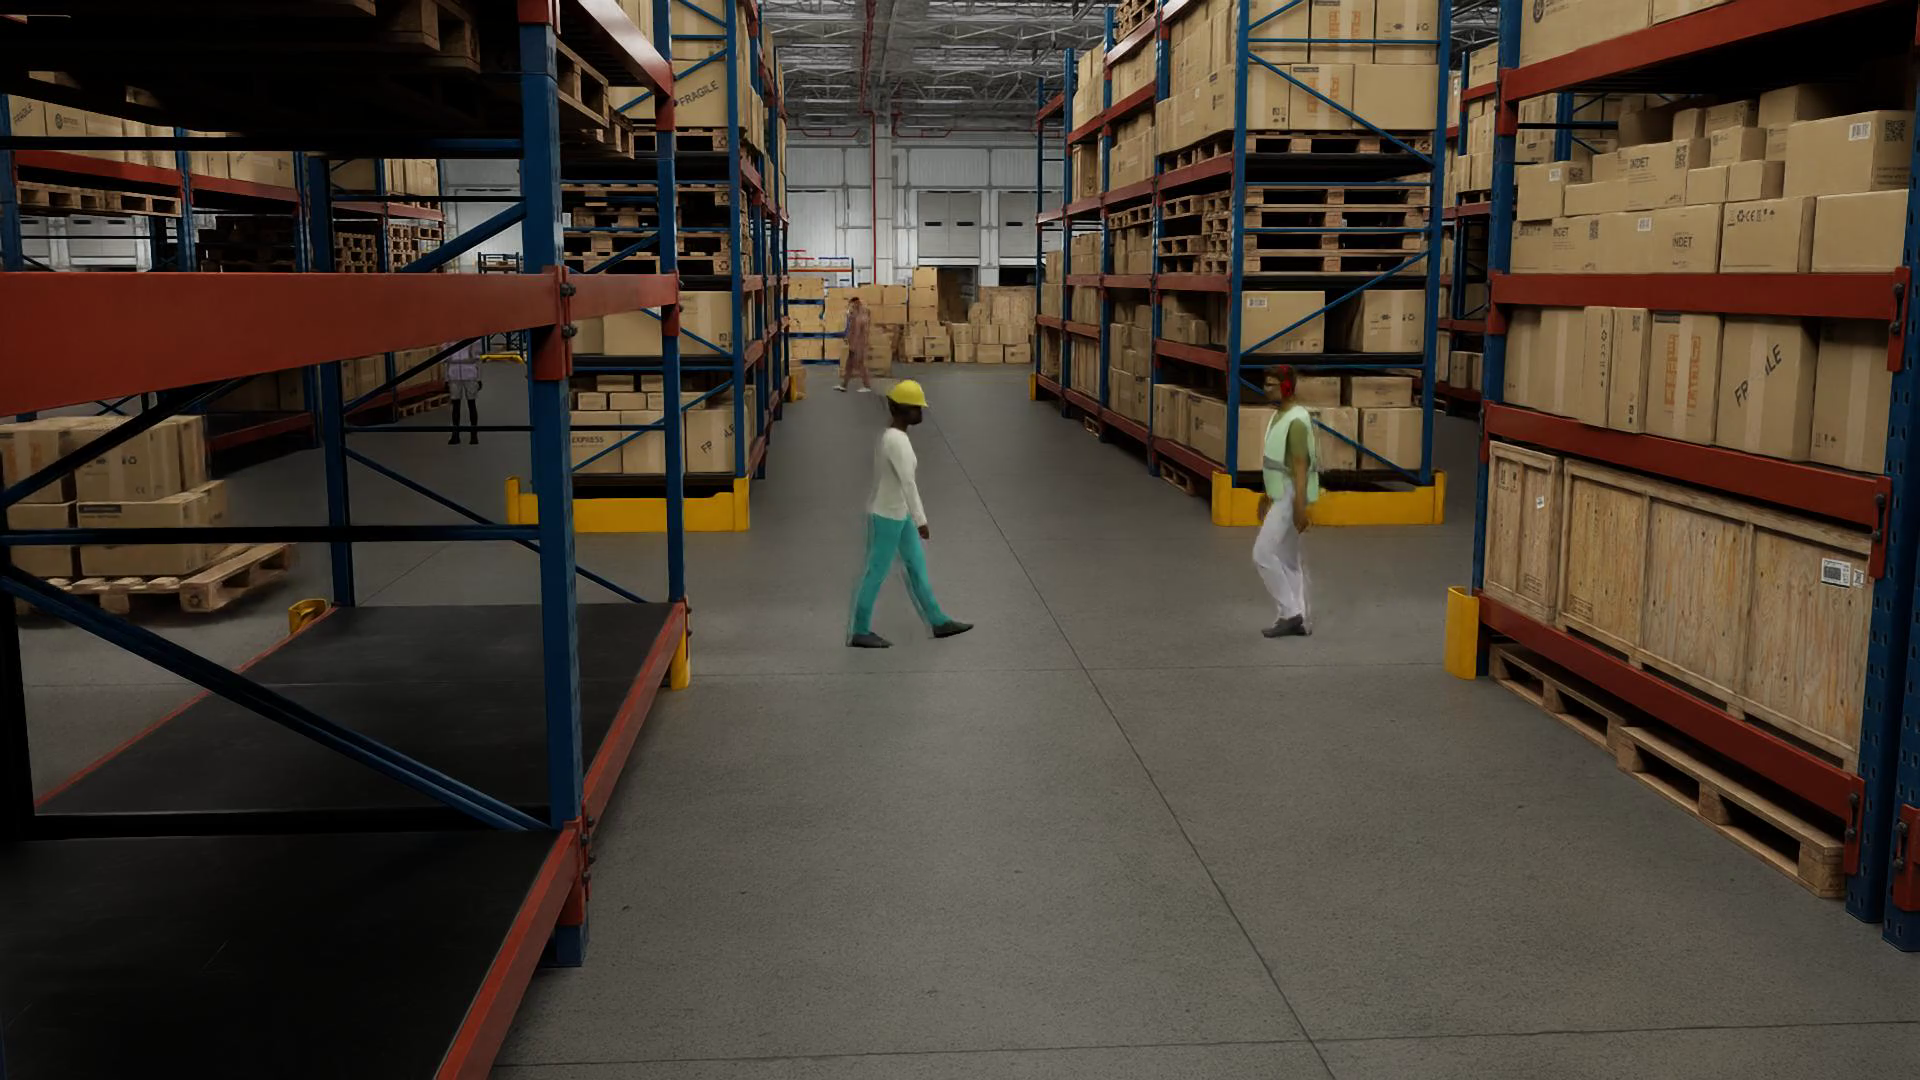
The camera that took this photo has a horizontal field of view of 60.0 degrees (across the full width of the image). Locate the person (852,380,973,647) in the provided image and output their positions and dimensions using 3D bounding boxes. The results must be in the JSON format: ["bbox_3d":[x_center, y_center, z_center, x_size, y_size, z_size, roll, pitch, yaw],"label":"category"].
[{"bbox_3d":[-0.312,-0.155,10.710,0.866,1.724,0.540,0,9,-1],"label":"person"}]

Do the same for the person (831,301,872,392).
[{"bbox_3d":[-2.237,-3.949,34.070,0.920,1.864,0.683,-1,9,-5],"label":"person"}]

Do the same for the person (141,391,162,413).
[{"bbox_3d":[-13.392,-2.808,27.468,0.530,1.696,0.322,-5,10,-29],"label":"person"}]

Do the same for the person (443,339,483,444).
[{"bbox_3d":[-7.063,-2.316,23.637,0.546,1.934,0.376,-1,9,-3],"label":"person"}]

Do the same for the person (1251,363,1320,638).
[{"bbox_3d":[2.128,-0.251,10.994,0.483,1.823,0.569,0,9,2],"label":"person"}]

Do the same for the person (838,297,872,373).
[{"bbox_3d":[-2.632,-5.075,41.153,0.976,1.880,0.605,4,10,24],"label":"person"}]
